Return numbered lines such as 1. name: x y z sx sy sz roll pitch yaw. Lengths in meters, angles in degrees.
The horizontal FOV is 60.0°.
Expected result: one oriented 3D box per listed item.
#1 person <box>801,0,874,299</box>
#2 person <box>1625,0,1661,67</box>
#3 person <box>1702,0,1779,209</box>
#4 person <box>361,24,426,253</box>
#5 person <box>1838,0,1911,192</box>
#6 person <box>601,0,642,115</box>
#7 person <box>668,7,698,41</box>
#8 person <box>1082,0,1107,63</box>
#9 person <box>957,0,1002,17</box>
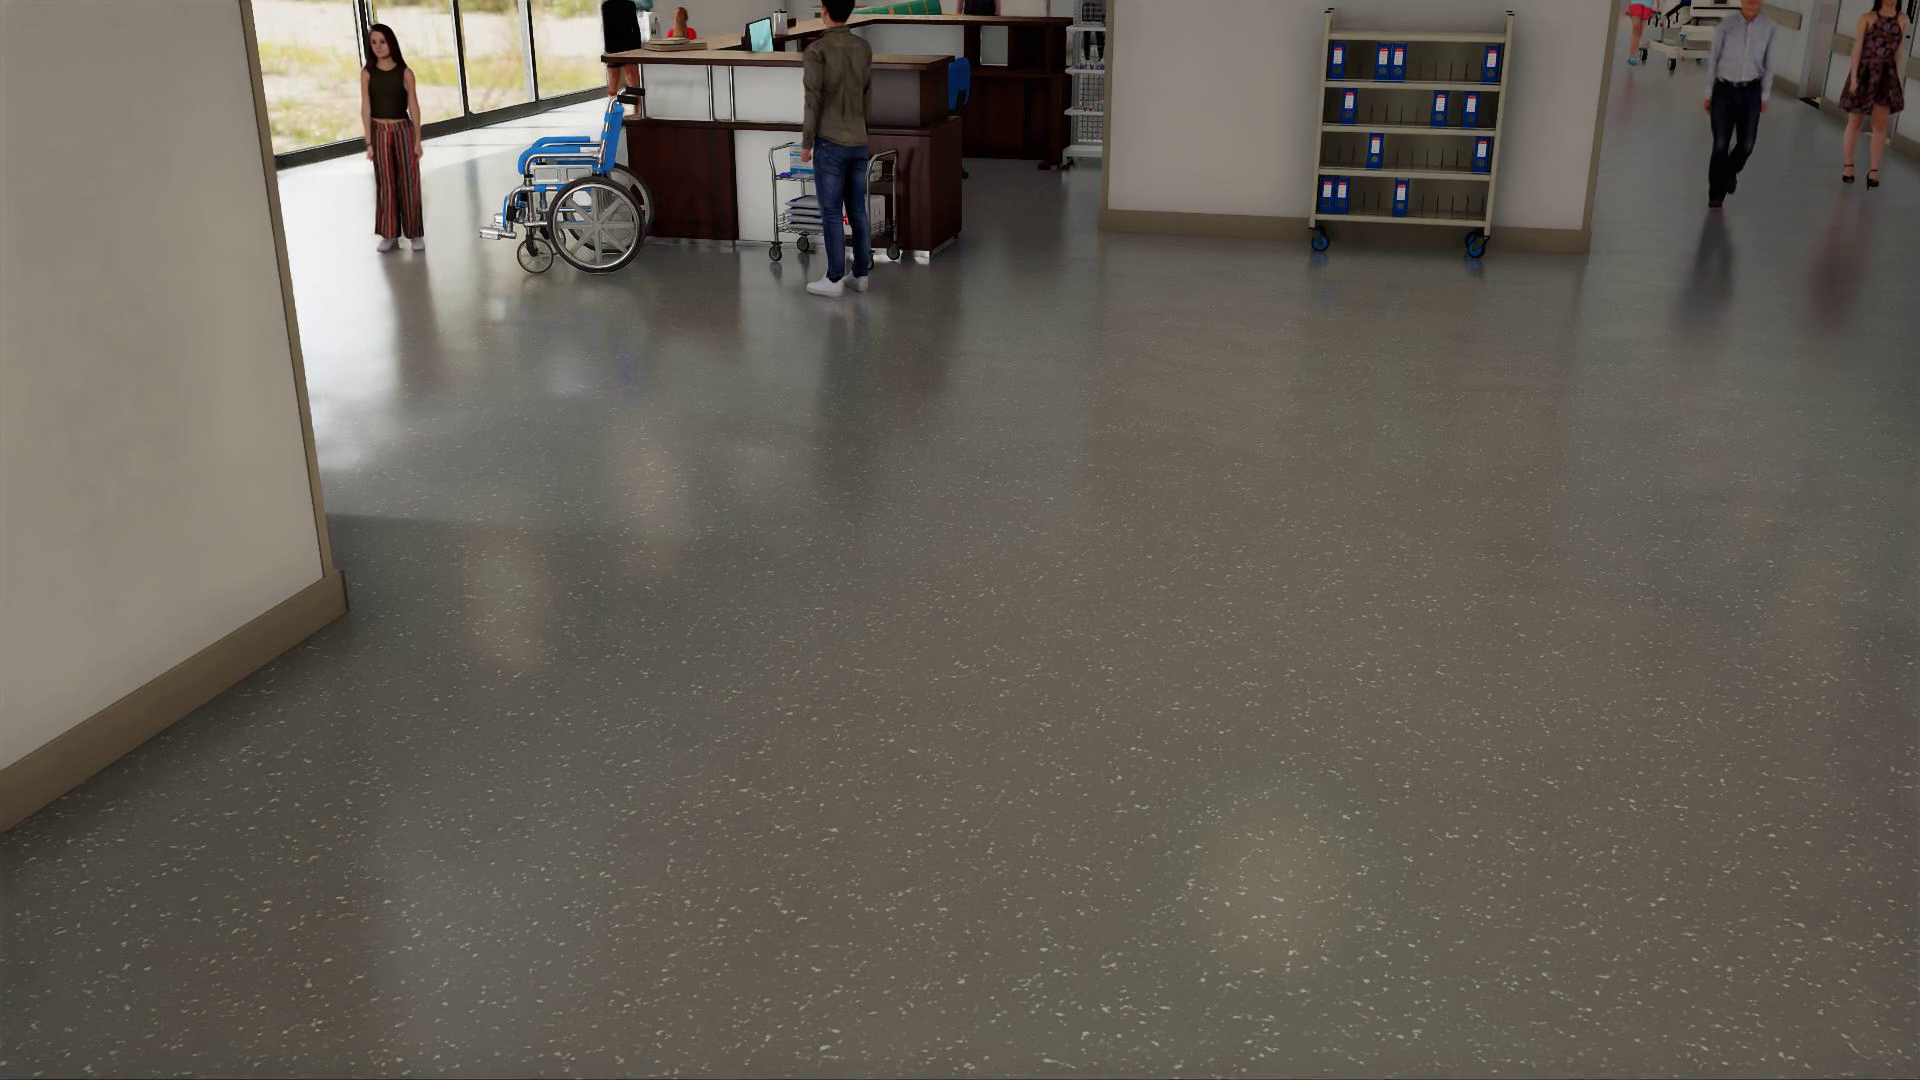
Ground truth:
1. person: -0.734 -2.442 10.243 0.780 1.866 0.792 19 28 41
2. person: 10.479 -8.208 25.627 0.789 1.752 0.756 2 21 5
3. person: 6.225 -3.589 13.354 0.822 1.807 0.755 7 22 19
4. person: -3.969 -2.814 11.654 0.571 1.562 0.693 -2 21 -6
5. person: 7.726 -3.847 14.158 1.071 1.720 0.660 6 21 15
6. person: -3.589 -5.169 17.836 1.052 1.588 1.001 -7 22 -17
7. person: -3.072 -5.279 18.559 0.505 1.282 0.602 -1 21 -3
8. person: 2.002 -7.966 24.968 0.574 1.766 0.736 11 24 28
9. person: 0.274 -6.598 21.298 1.220 1.808 0.970 11 23 27
